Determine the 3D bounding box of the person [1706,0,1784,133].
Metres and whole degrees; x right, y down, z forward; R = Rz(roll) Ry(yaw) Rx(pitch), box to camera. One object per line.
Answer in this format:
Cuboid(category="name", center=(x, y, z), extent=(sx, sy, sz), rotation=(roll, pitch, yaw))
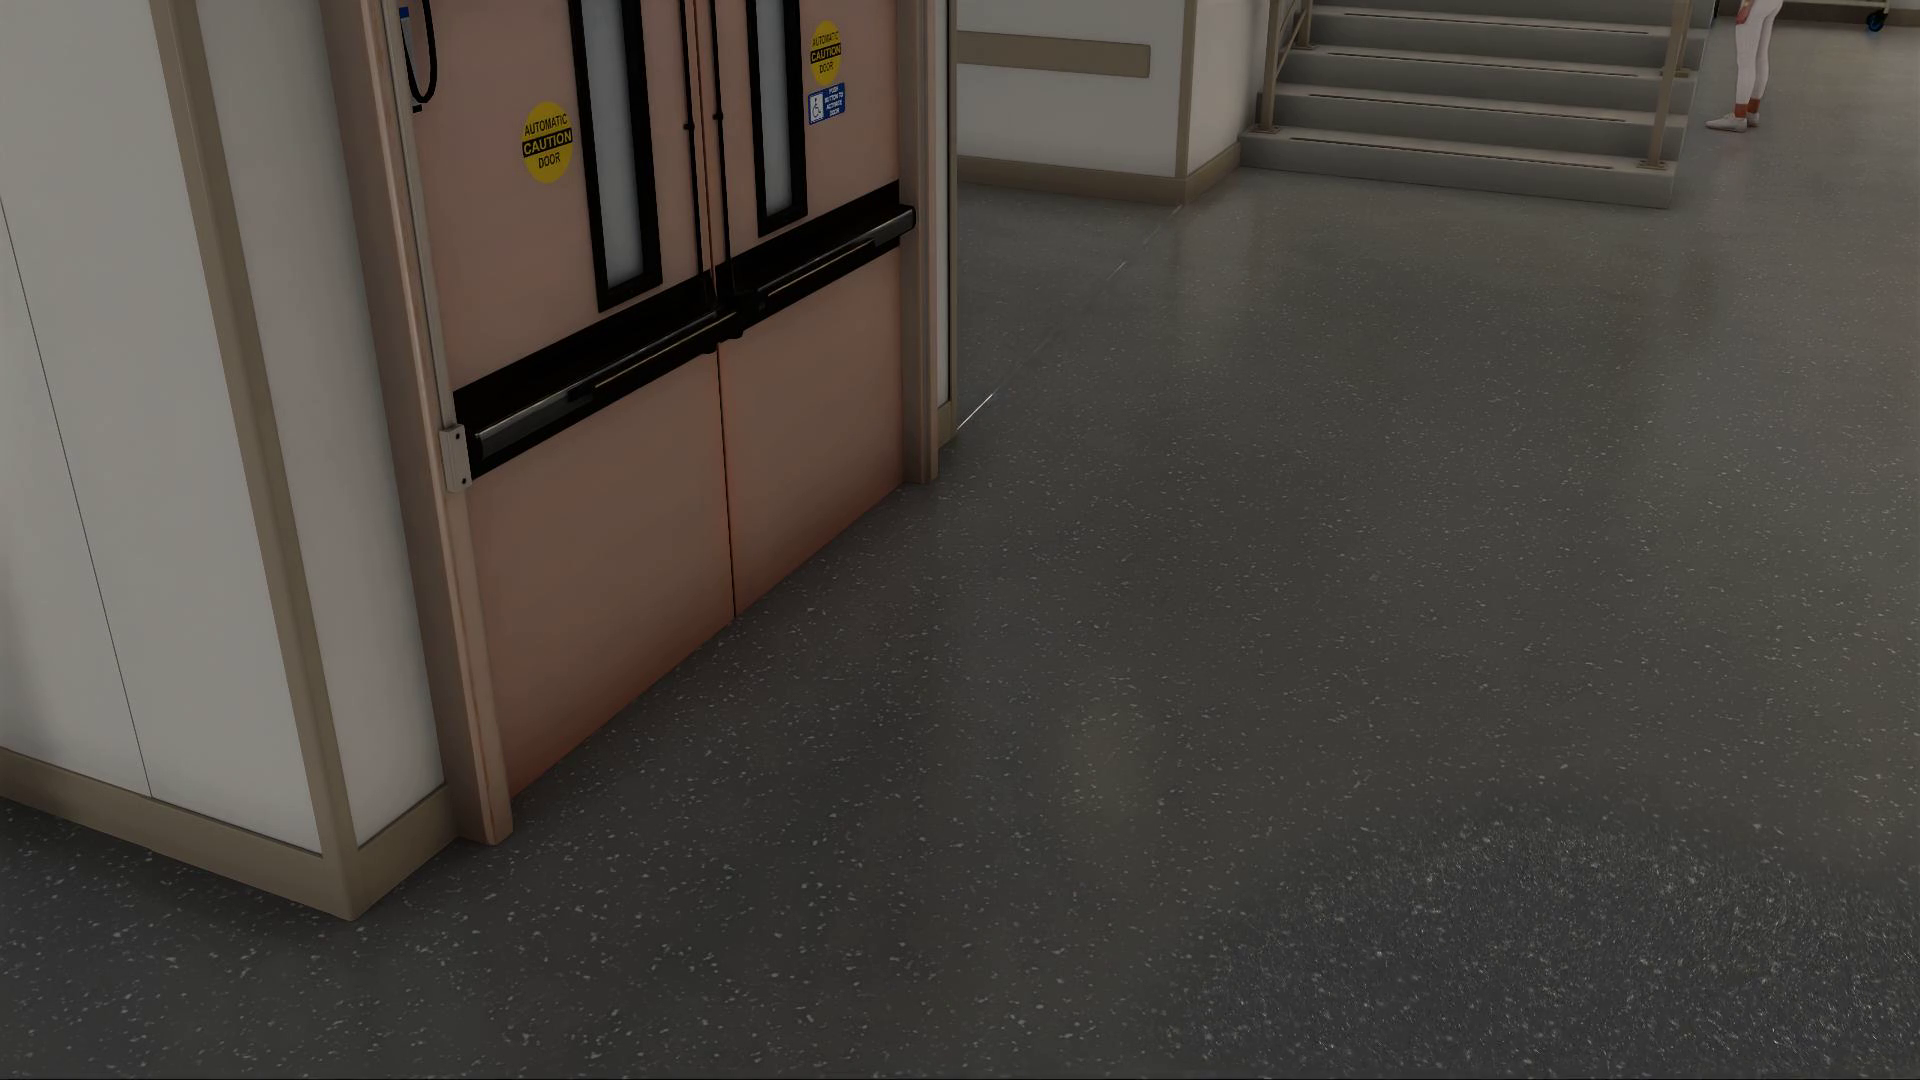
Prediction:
Cuboid(category="person", center=(5.483, -3.683, 11.381), extent=(0.588, 1.704, 0.734), rotation=(-22, 33, -38))
